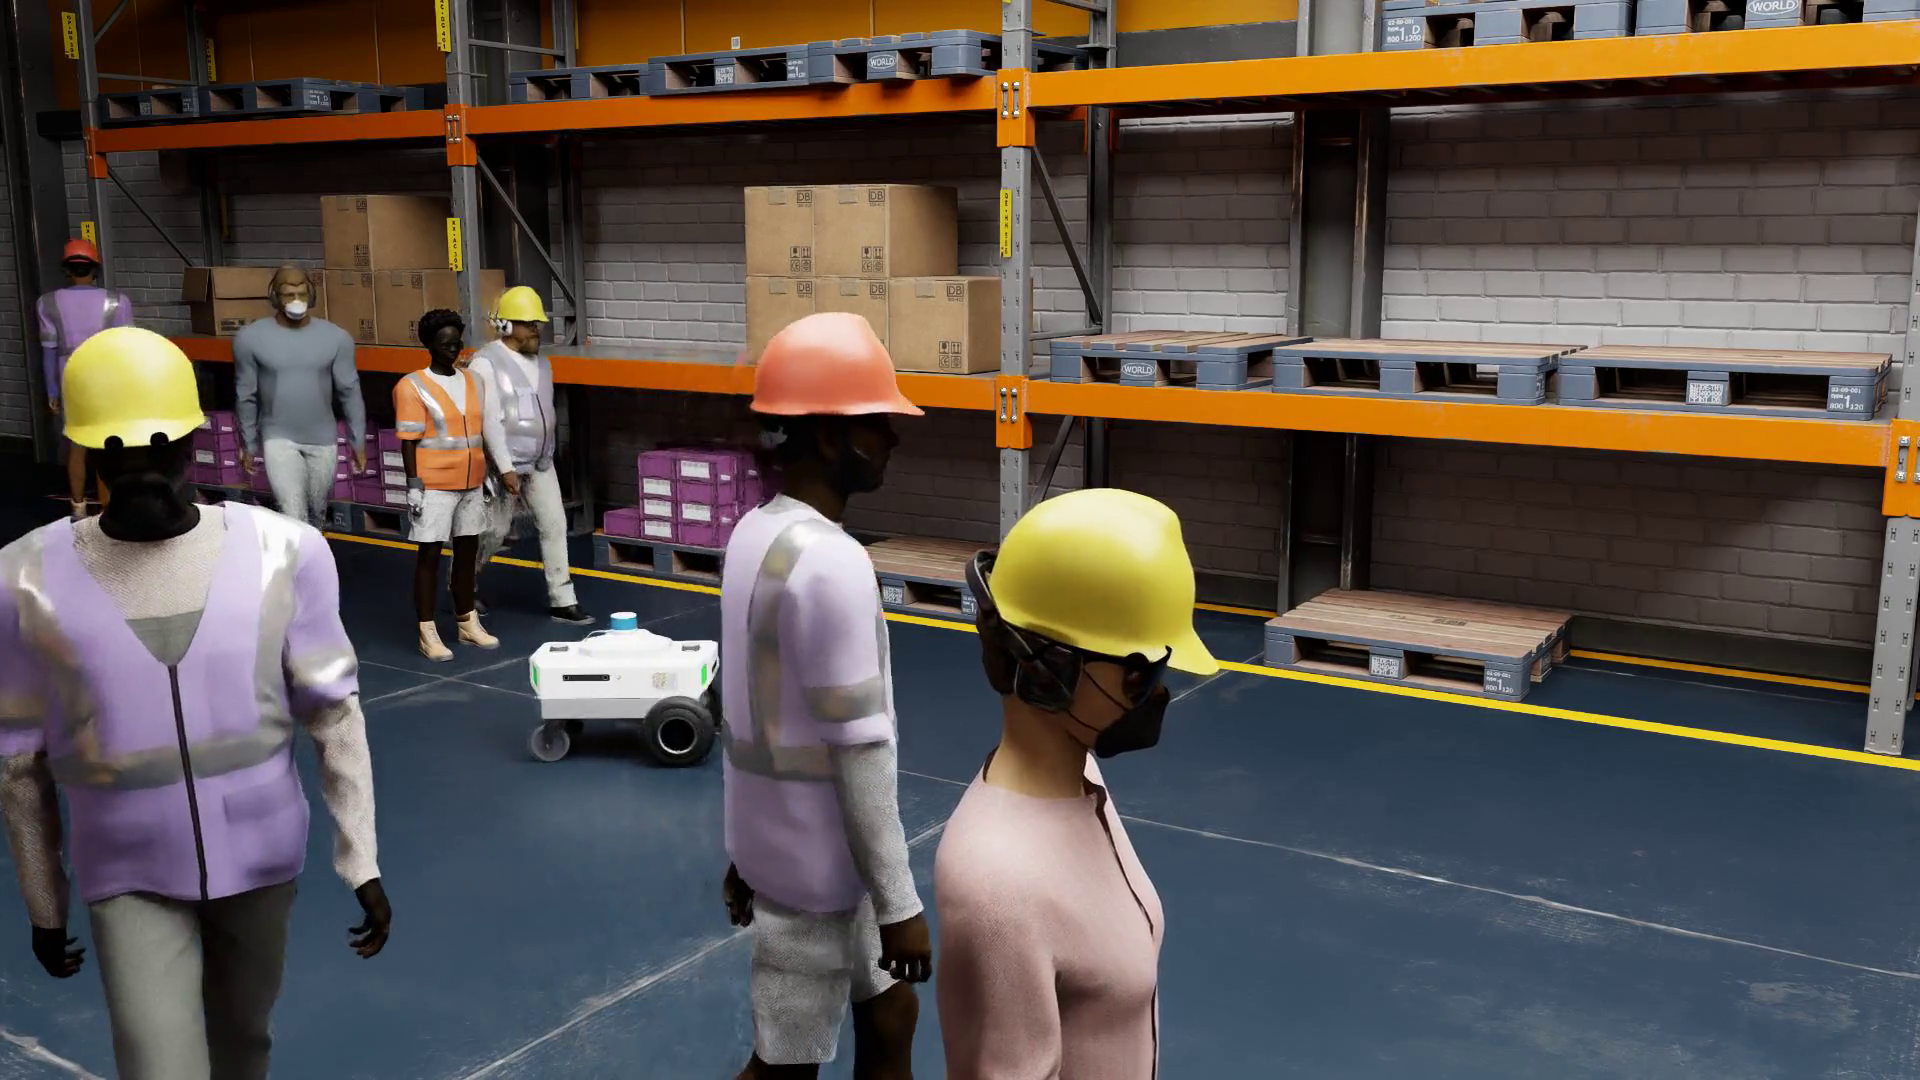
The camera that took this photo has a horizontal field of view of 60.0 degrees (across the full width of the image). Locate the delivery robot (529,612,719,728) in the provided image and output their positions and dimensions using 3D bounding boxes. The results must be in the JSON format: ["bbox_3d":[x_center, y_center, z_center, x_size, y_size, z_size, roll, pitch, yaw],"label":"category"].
[{"bbox_3d":[-1.320,0.528,6.561,0.707,0.478,0.477,0,10,-1],"label":"delivery robot"}]

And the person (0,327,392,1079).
[{"bbox_3d":[-1.375,0.561,2.980,0.603,1.879,0.983,-6,12,-30],"label":"person"}]

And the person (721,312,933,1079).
[{"bbox_3d":[-0.331,0.549,2.990,0.926,1.911,0.541,-3,11,-14],"label":"person"}]

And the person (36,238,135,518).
[{"bbox_3d":[-6.091,-1.092,11.699,0.612,2.037,0.390,-4,11,-19],"label":"person"}]

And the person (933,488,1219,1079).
[{"bbox_3d":[0.115,0.812,1.915,0.325,1.760,0.523,2,10,10],"label":"person"}]

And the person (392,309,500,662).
[{"bbox_3d":[-2.484,-0.271,8.084,0.315,1.695,0.541,6,12,31],"label":"person"}]

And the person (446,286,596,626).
[{"bbox_3d":[-2.371,-0.441,8.769,0.850,1.793,0.572,6,12,30],"label":"person"}]

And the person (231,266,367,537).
[{"bbox_3d":[-3.601,-0.545,9.102,0.642,1.891,1.025,-6,12,-30],"label":"person"}]
